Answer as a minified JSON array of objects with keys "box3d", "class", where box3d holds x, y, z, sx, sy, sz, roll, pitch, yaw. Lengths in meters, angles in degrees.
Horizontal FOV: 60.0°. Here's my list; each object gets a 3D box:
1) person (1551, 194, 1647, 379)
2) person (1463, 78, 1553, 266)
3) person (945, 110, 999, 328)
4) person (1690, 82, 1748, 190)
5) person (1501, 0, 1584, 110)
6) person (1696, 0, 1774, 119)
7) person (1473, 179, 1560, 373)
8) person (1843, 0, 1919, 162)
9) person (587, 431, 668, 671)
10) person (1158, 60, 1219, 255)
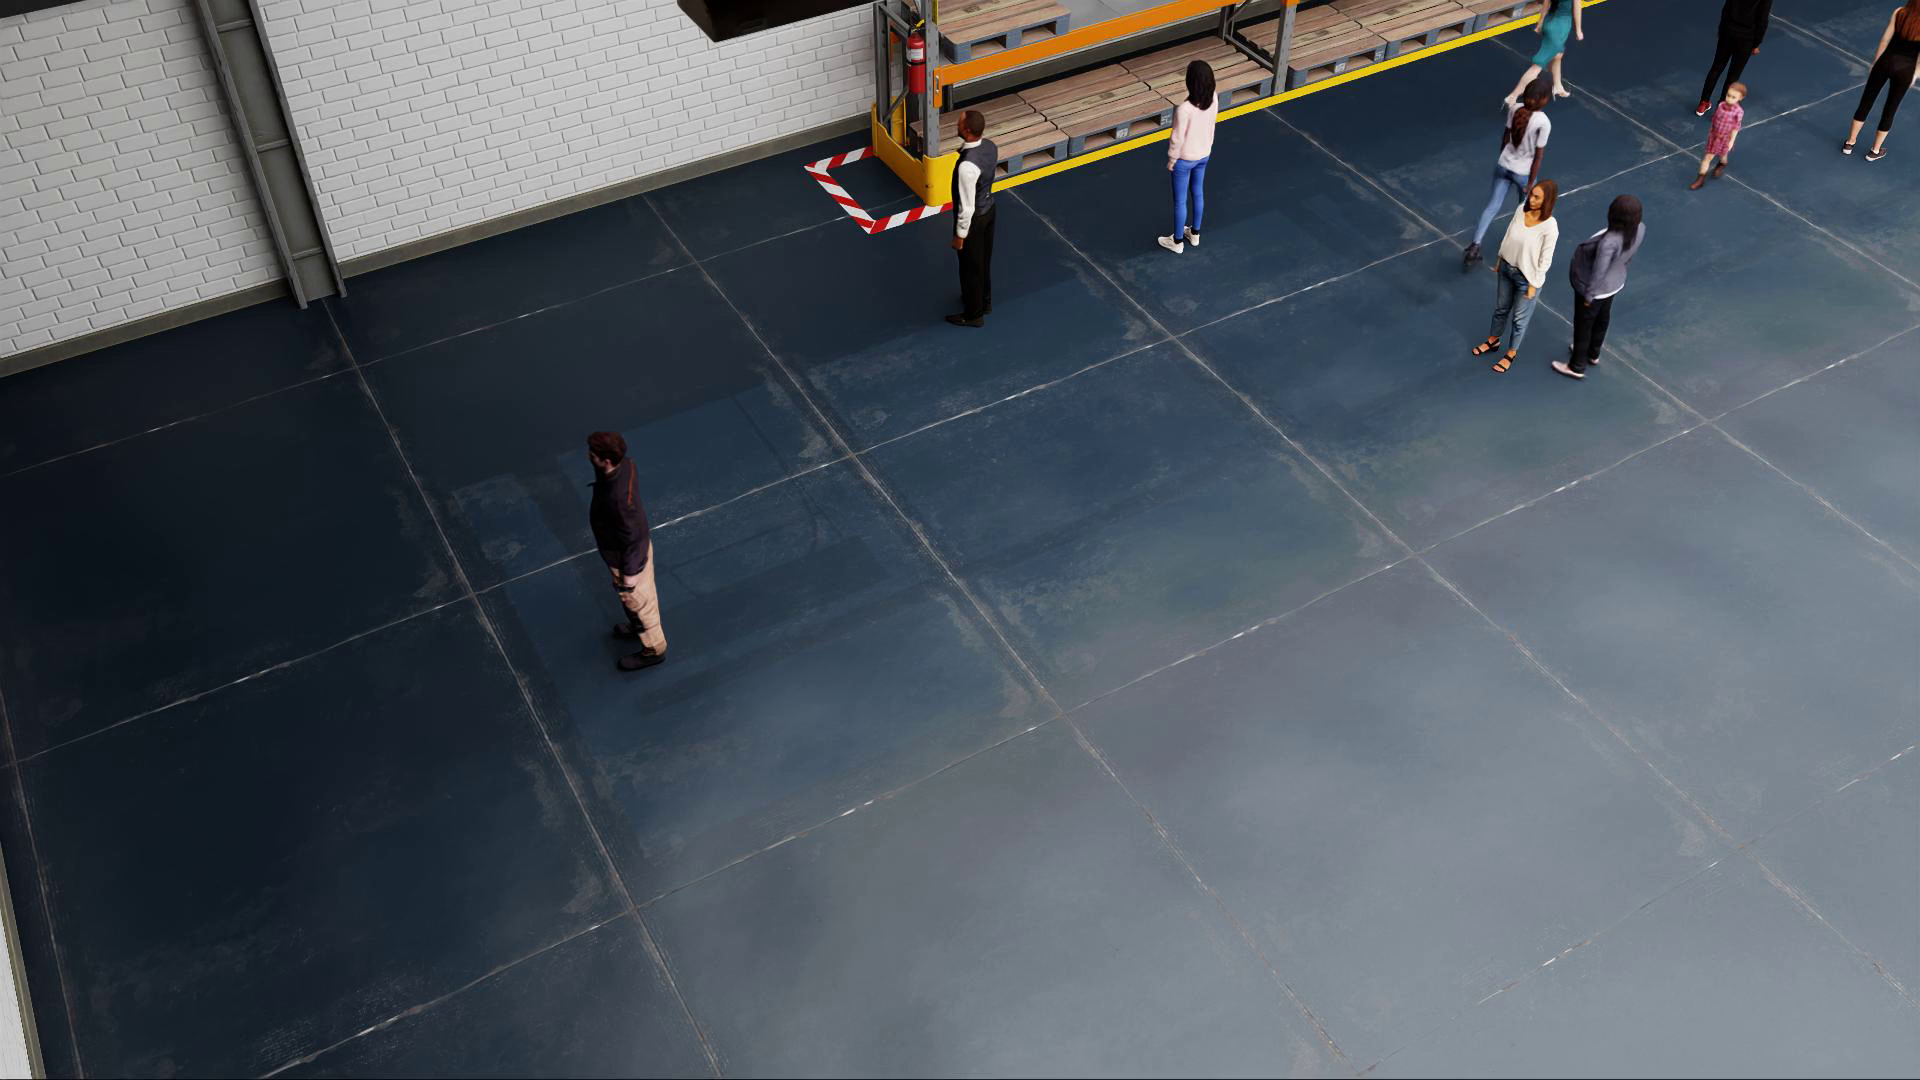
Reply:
[{"box3d":[5.020,-2.000,13.013,0.660,1.593,0.780,-32,52,-29],"class":"person"},{"box3d":[4.648,-3.083,14.090,1.155,1.675,0.727,-29,51,-27],"class":"person"},{"box3d":[0.116,-2.588,13.394,0.838,1.919,0.743,16,46,16],"class":"person"},{"box3d":[7.018,-3.725,15.249,0.760,1.005,0.523,-33,53,-30],"class":"person"},{"box3d":[5.641,-4.842,15.961,1.083,1.641,0.693,-13,45,-13],"class":"person"},{"box3d":[7.450,-4.821,15.915,0.580,1.675,0.637,-30,51,-28],"class":"person"},{"box3d":[4.409,-2.095,13.048,0.535,1.683,0.614,-20,47,-20],"class":"person"},{"box3d":[8.636,-4.356,15.389,0.623,1.726,0.608,32,52,29],"class":"person"},{"box3d":[-2.118,0.057,10.613,0.749,1.925,0.778,-6,44,-6],"class":"person"},{"box3d":[1.980,-3.274,14.222,0.510,1.770,0.720,-27,50,-25],"class":"person"}]
